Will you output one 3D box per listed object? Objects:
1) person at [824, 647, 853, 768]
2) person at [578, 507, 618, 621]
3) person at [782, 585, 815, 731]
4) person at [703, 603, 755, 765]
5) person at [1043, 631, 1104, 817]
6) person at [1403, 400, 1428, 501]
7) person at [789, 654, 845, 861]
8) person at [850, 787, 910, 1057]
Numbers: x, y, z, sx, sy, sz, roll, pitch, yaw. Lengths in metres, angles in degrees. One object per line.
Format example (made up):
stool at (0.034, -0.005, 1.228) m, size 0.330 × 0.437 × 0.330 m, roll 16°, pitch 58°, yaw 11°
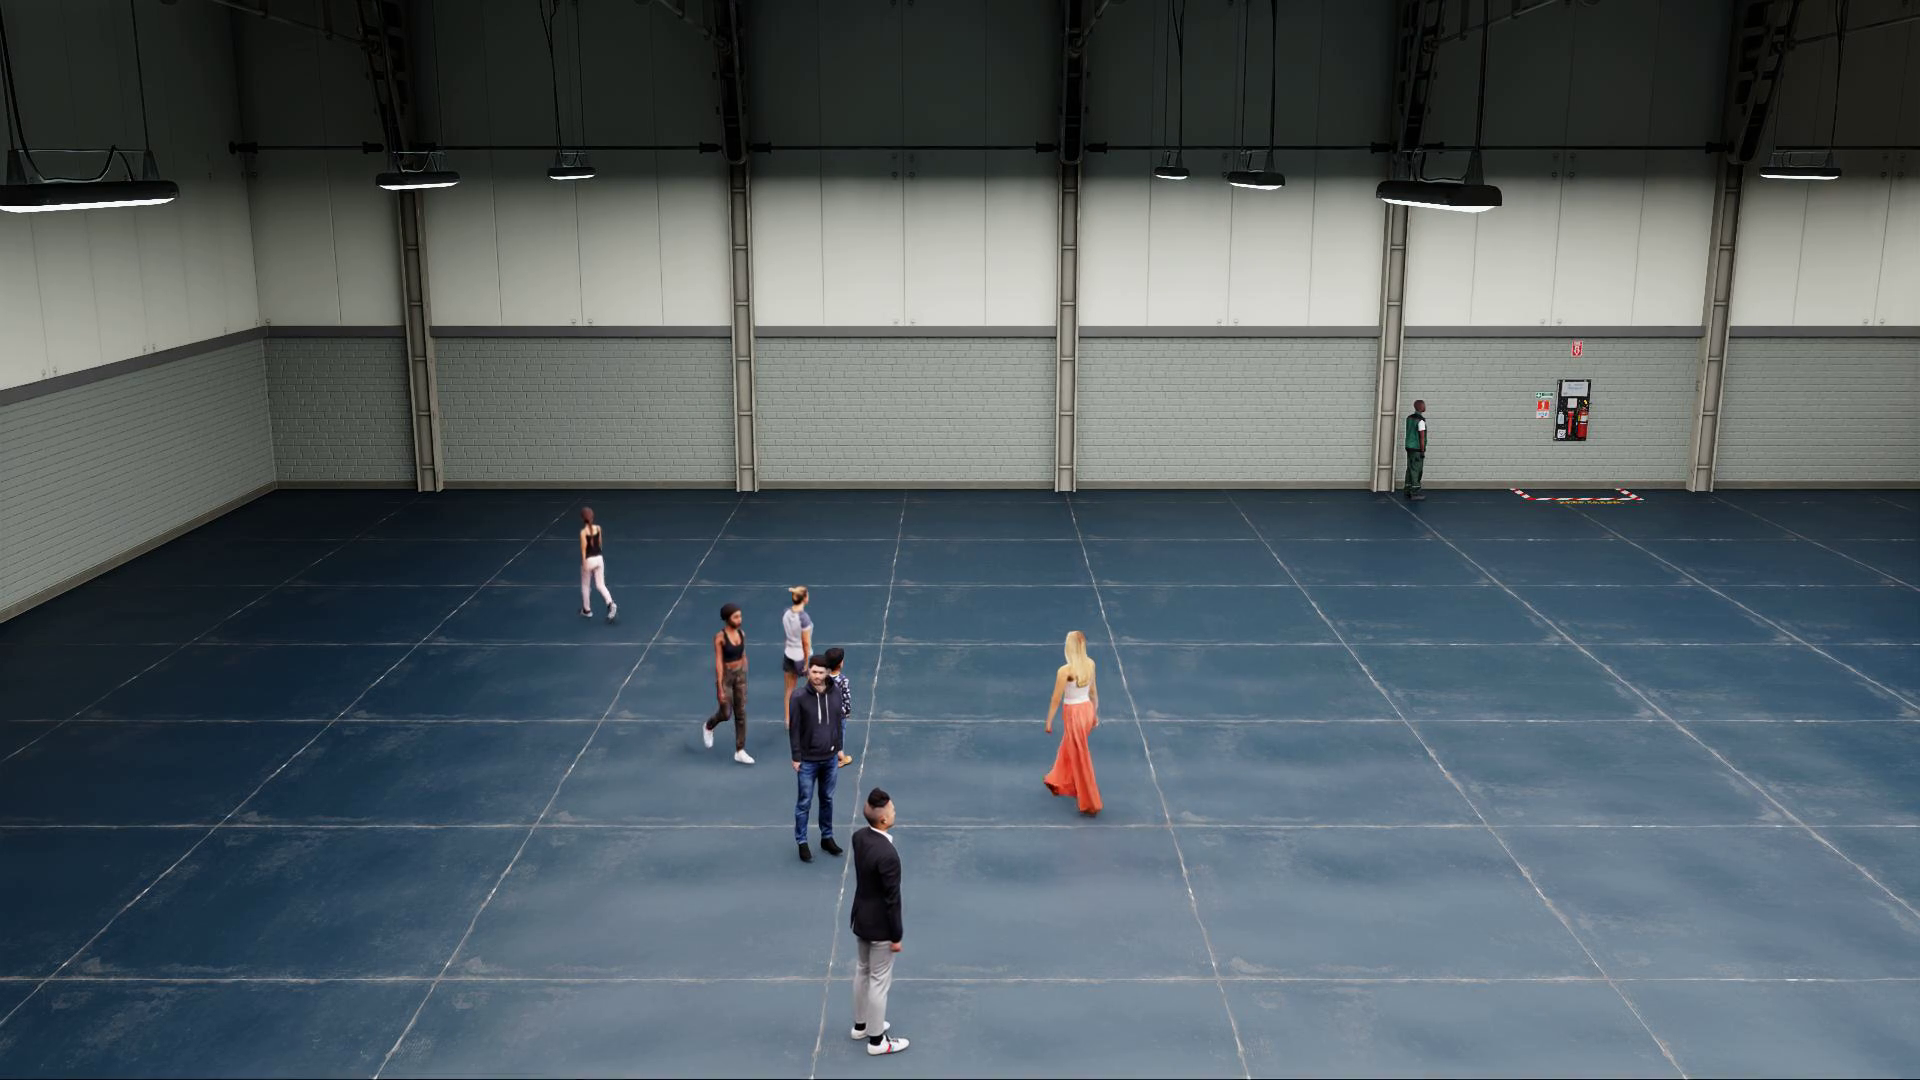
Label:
person at (-1.295, 1.717, 17.171) m, size 0.528 × 1.248 × 0.619 m, roll 6°, pitch 14°, yaw 26°
person at (-4.920, 0.332, 22.507) m, size 0.971 × 1.540 × 0.910 m, roll 13°, pitch 18°, yaw 43°
person at (-1.812, 1.310, 18.150) m, size 0.878 × 1.600 × 0.896 m, roll 9°, pitch 16°, yaw 33°
person at (-2.425, 1.474, 17.254) m, size 1.002 × 1.684 × 0.935 m, roll 12°, pitch 18°, yaw 42°
person at (1.182, 1.769, 15.784) m, size 1.126 × 1.774 × 1.150 m, roll -11°, pitch 17°, yaw -40°
person at (8.346, -1.661, 30.453) m, size 0.691 × 1.838 × 0.750 m, roll -4°, pitch 14°, yaw -15°
person at (-1.282, 1.911, 14.909) m, size 0.687 × 1.890 × 0.817 m, roll -7°, pitch 15°, yaw -27°
person at (-0.592, 2.635, 11.646) m, size 0.772 × 1.952 × 0.779 m, roll -8°, pitch 15°, yaw -30°
